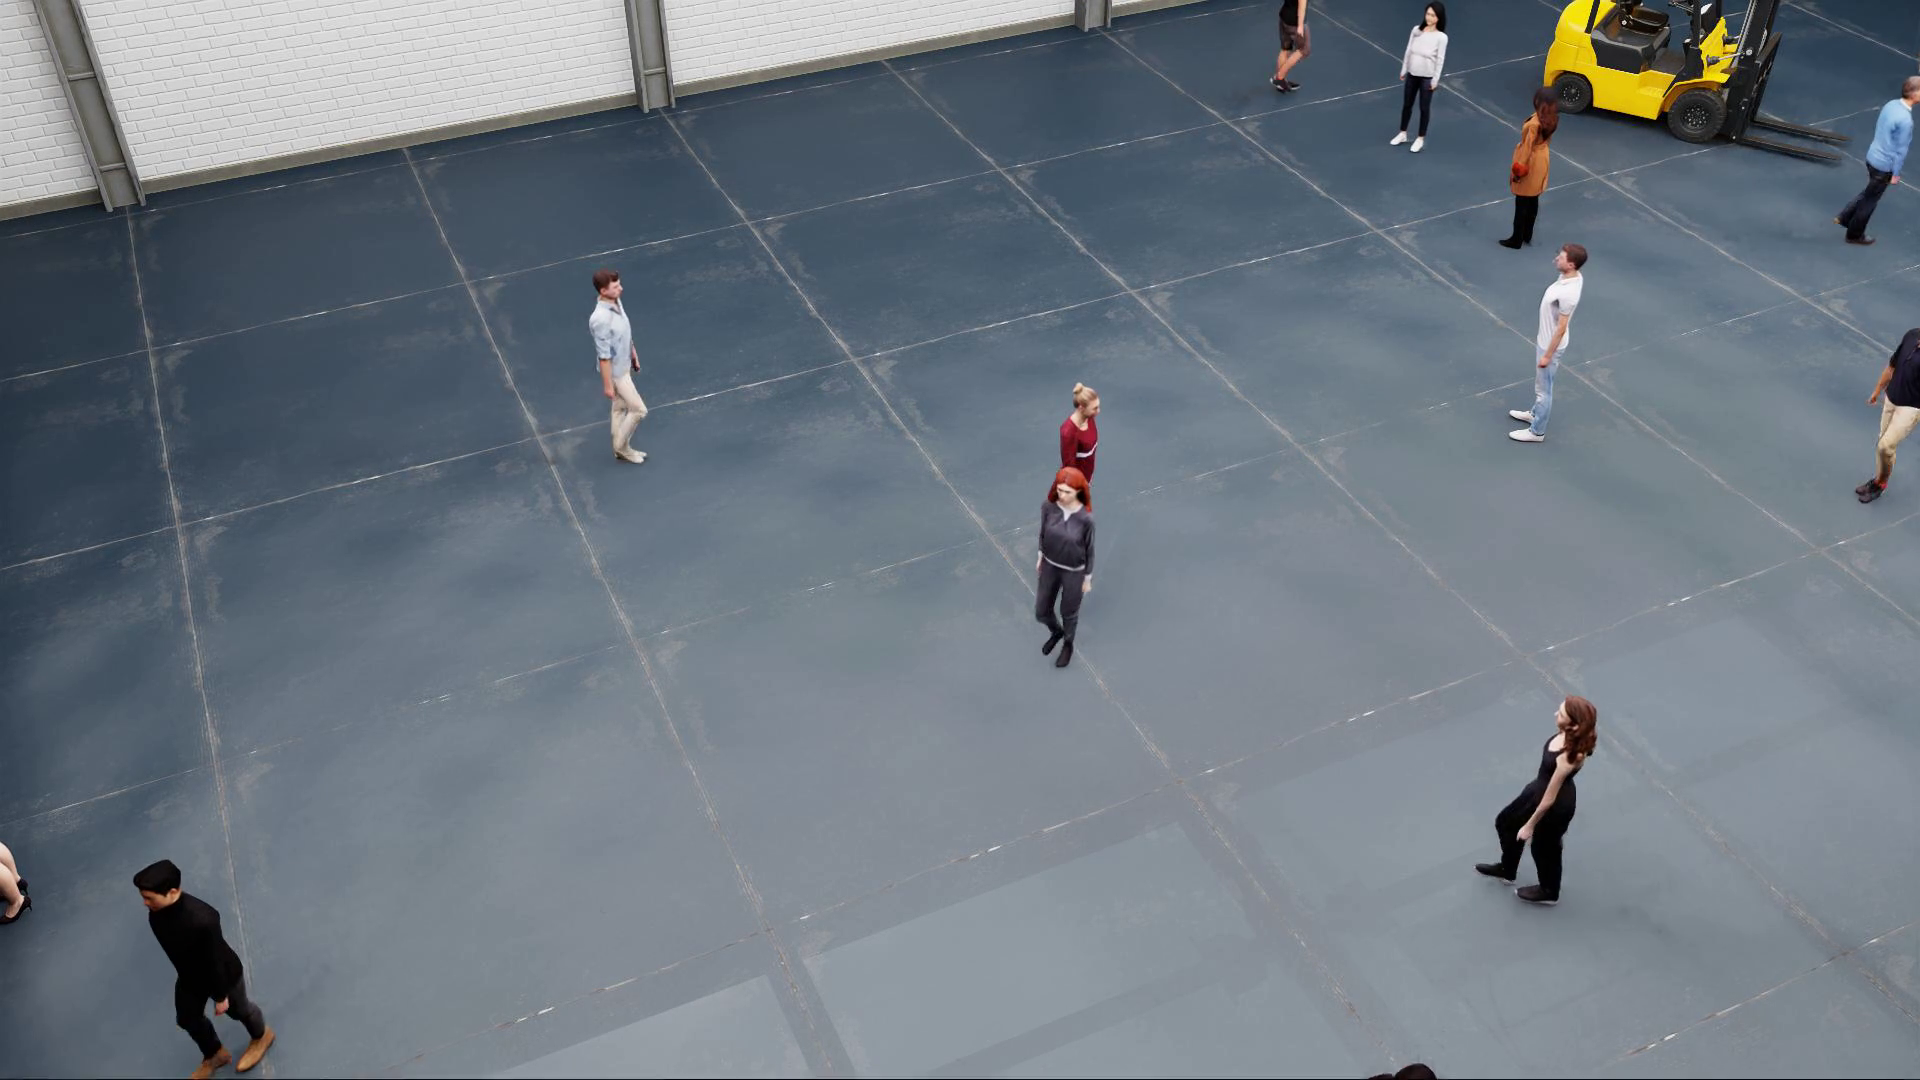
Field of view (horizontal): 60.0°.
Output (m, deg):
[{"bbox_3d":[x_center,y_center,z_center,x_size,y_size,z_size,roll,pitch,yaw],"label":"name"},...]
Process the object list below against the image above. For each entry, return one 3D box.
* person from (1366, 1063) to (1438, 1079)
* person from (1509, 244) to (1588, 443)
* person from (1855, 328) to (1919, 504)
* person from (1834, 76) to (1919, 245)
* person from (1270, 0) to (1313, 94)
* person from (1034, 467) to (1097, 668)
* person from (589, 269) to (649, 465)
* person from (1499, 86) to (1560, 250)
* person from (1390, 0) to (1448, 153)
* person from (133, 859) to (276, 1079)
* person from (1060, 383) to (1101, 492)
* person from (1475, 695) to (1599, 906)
[{"bbox_3d":[2.162,3.086,8.288,0.807,1.741,0.905,32,48,33],"label":"person"},{"bbox_3d":[5.054,-1.688,14.176,0.769,1.852,0.714,12,40,15],"label":"person"},{"bbox_3d":[7.741,-1.127,13.483,0.660,1.841,0.710,-12,40,-14],"label":"person"},{"bbox_3d":[9.322,-3.869,16.945,0.844,1.805,0.815,2,39,3],"label":"person"},{"bbox_3d":[3.906,-6.224,19.853,0.718,1.856,0.740,-10,40,-13],"label":"person"},{"bbox_3d":[0.788,0.152,11.939,0.704,1.768,0.737,19,42,22],"label":"person"},{"bbox_3d":[-2.945,-1.432,13.865,0.793,1.839,0.779,2,39,2],"label":"person"},{"bbox_3d":[5.812,-3.791,16.914,0.642,1.722,0.813,-30,47,-32],"label":"person"},{"bbox_3d":[5.218,-5.238,18.743,0.684,1.700,0.671,31,48,33],"label":"person"},{"bbox_3d":[-4.137,2.334,9.255,0.846,1.709,0.908,15,41,18],"label":"person"},{"bbox_3d":[0.878,-0.473,12.775,0.764,1.702,0.681,18,42,21],"label":"person"},{"bbox_3d":[3.703,1.626,10.126,0.896,1.728,0.826,8,39,10],"label":"person"}]
